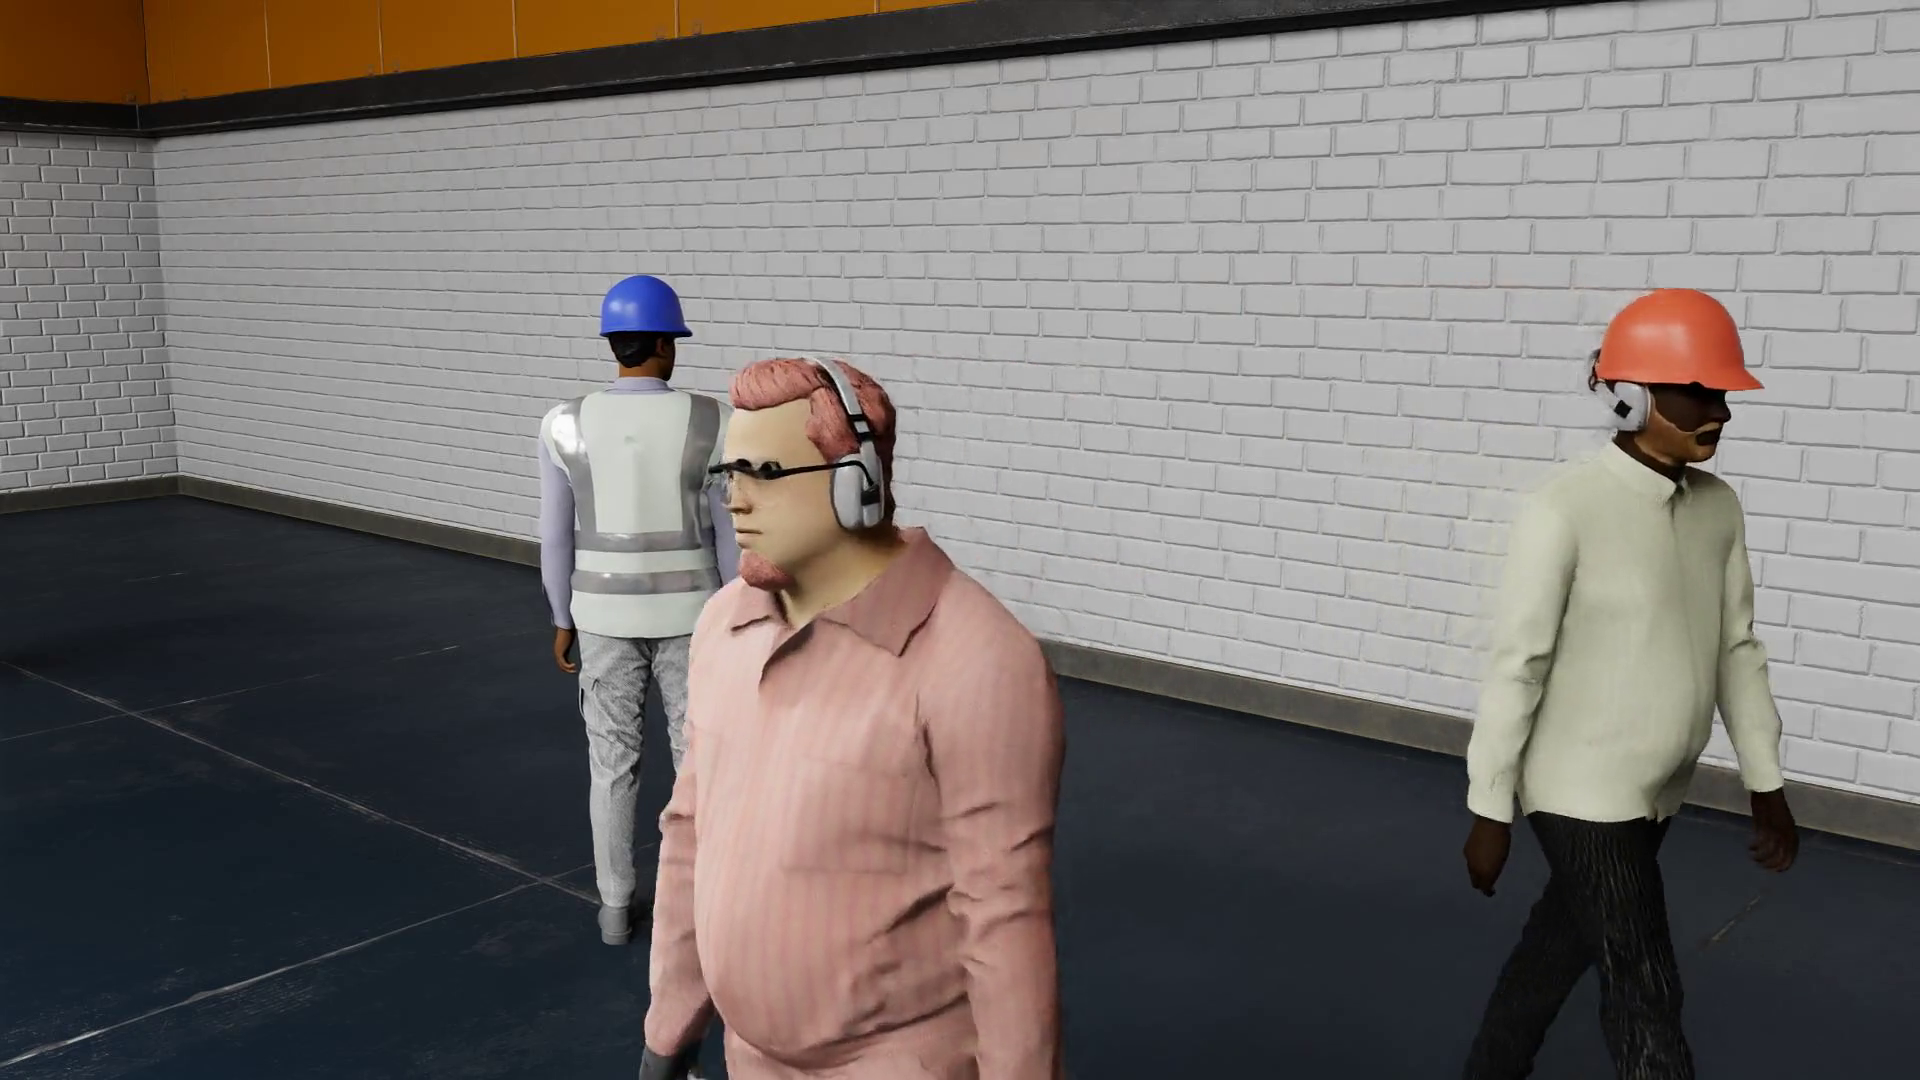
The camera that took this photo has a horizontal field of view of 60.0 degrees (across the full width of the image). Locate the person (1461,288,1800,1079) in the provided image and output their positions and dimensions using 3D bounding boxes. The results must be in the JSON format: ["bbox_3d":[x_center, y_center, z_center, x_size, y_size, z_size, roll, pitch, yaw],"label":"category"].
[{"bbox_3d":[1.364,0.494,3.242,0.641,1.933,1.039,-7,12,-35],"label":"person"}]

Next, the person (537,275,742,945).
[{"bbox_3d":[-0.903,0.219,4.833,0.605,1.935,0.403,0,10,-3],"label":"person"}]

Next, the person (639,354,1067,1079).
[{"bbox_3d":[-0.234,0.705,2.207,0.664,1.883,0.668,-9,13,-41],"label":"person"}]
